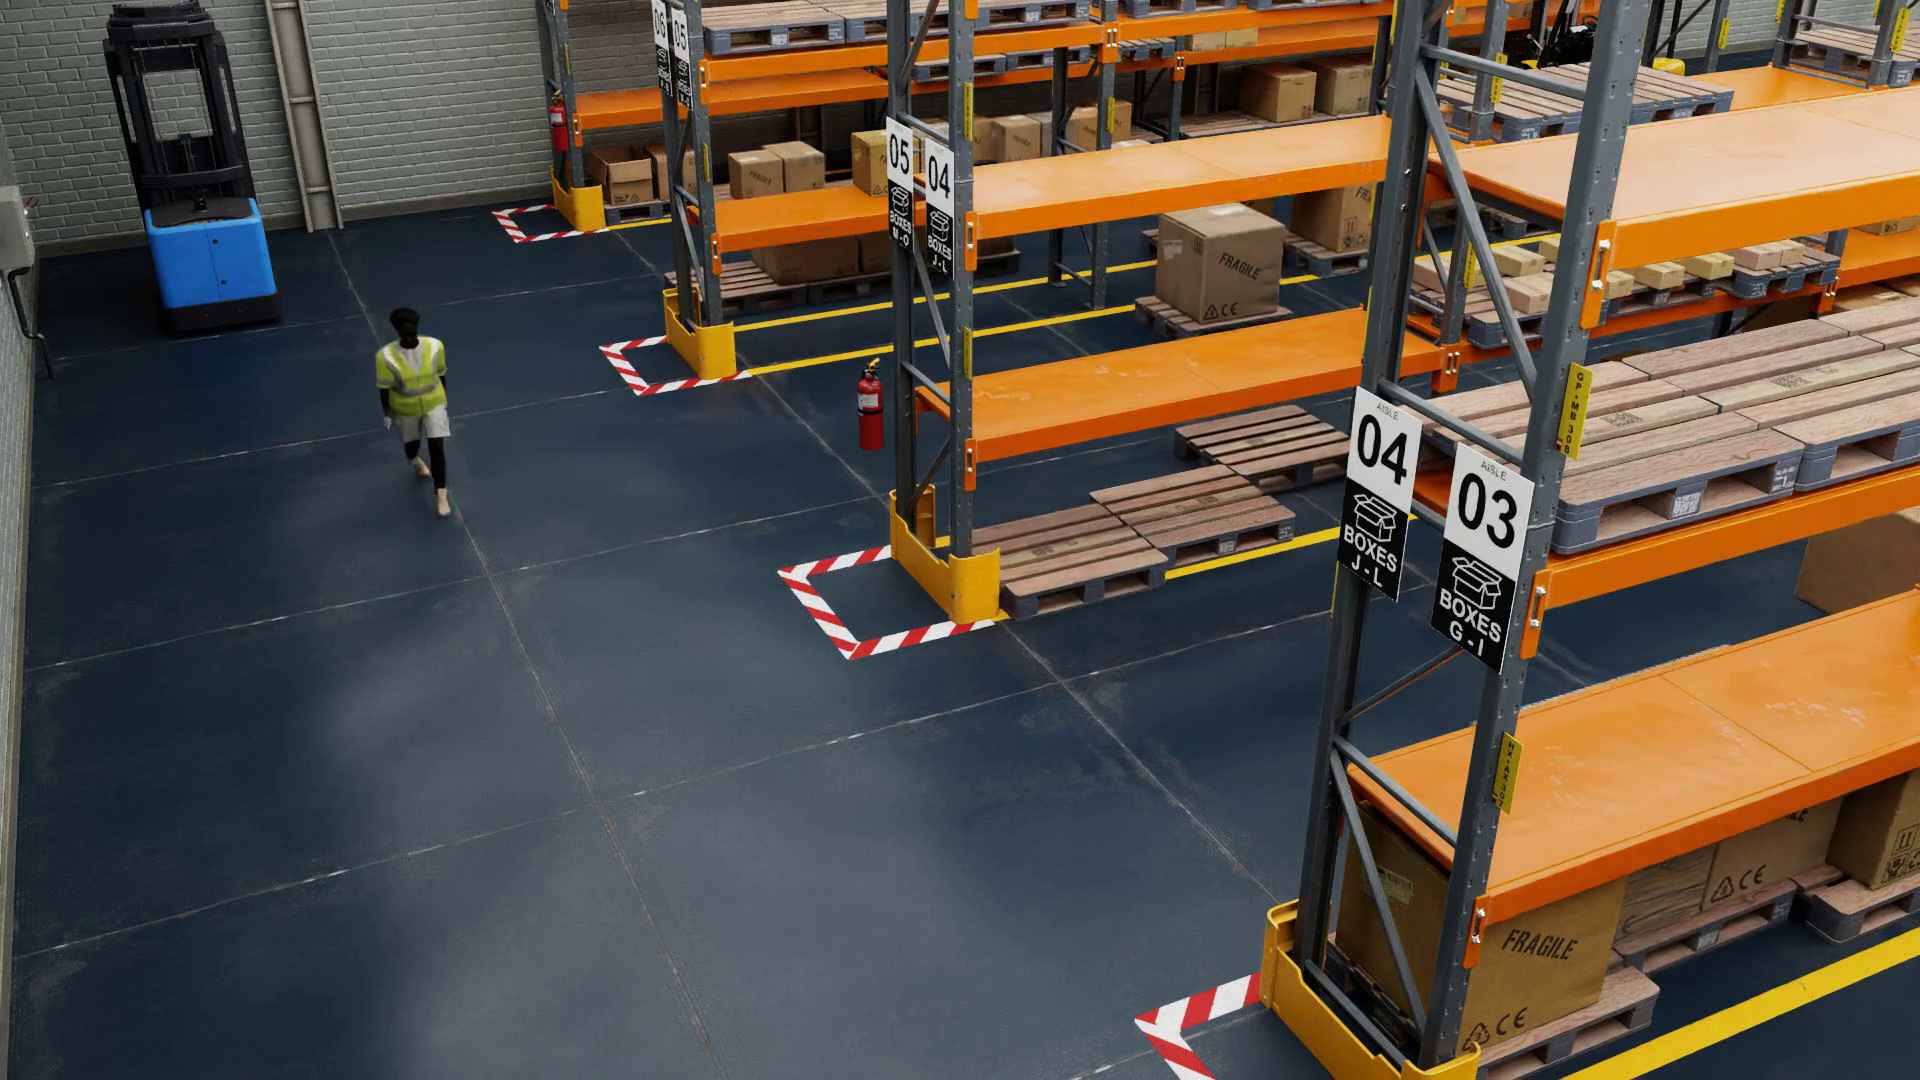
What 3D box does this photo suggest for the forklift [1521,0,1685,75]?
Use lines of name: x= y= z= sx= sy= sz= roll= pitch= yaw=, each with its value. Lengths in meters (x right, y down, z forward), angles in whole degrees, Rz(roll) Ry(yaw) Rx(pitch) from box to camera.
forklift: x=8.950 y=-6.807 z=23.056 sx=1.214 sy=2.155 sz=2.313 roll=-12 pitch=30 yaw=-22

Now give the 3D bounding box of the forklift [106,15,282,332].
forklift: x=-7.548 y=-3.672 z=16.323 sx=1.129 sy=2.768 sz=1.873 roll=-12 pitch=30 yaw=-22

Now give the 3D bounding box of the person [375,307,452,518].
person: x=-4.145 y=-1.055 z=12.633 sx=0.533 sy=1.645 sz=0.816 roll=-12 pitch=30 yaw=-22
